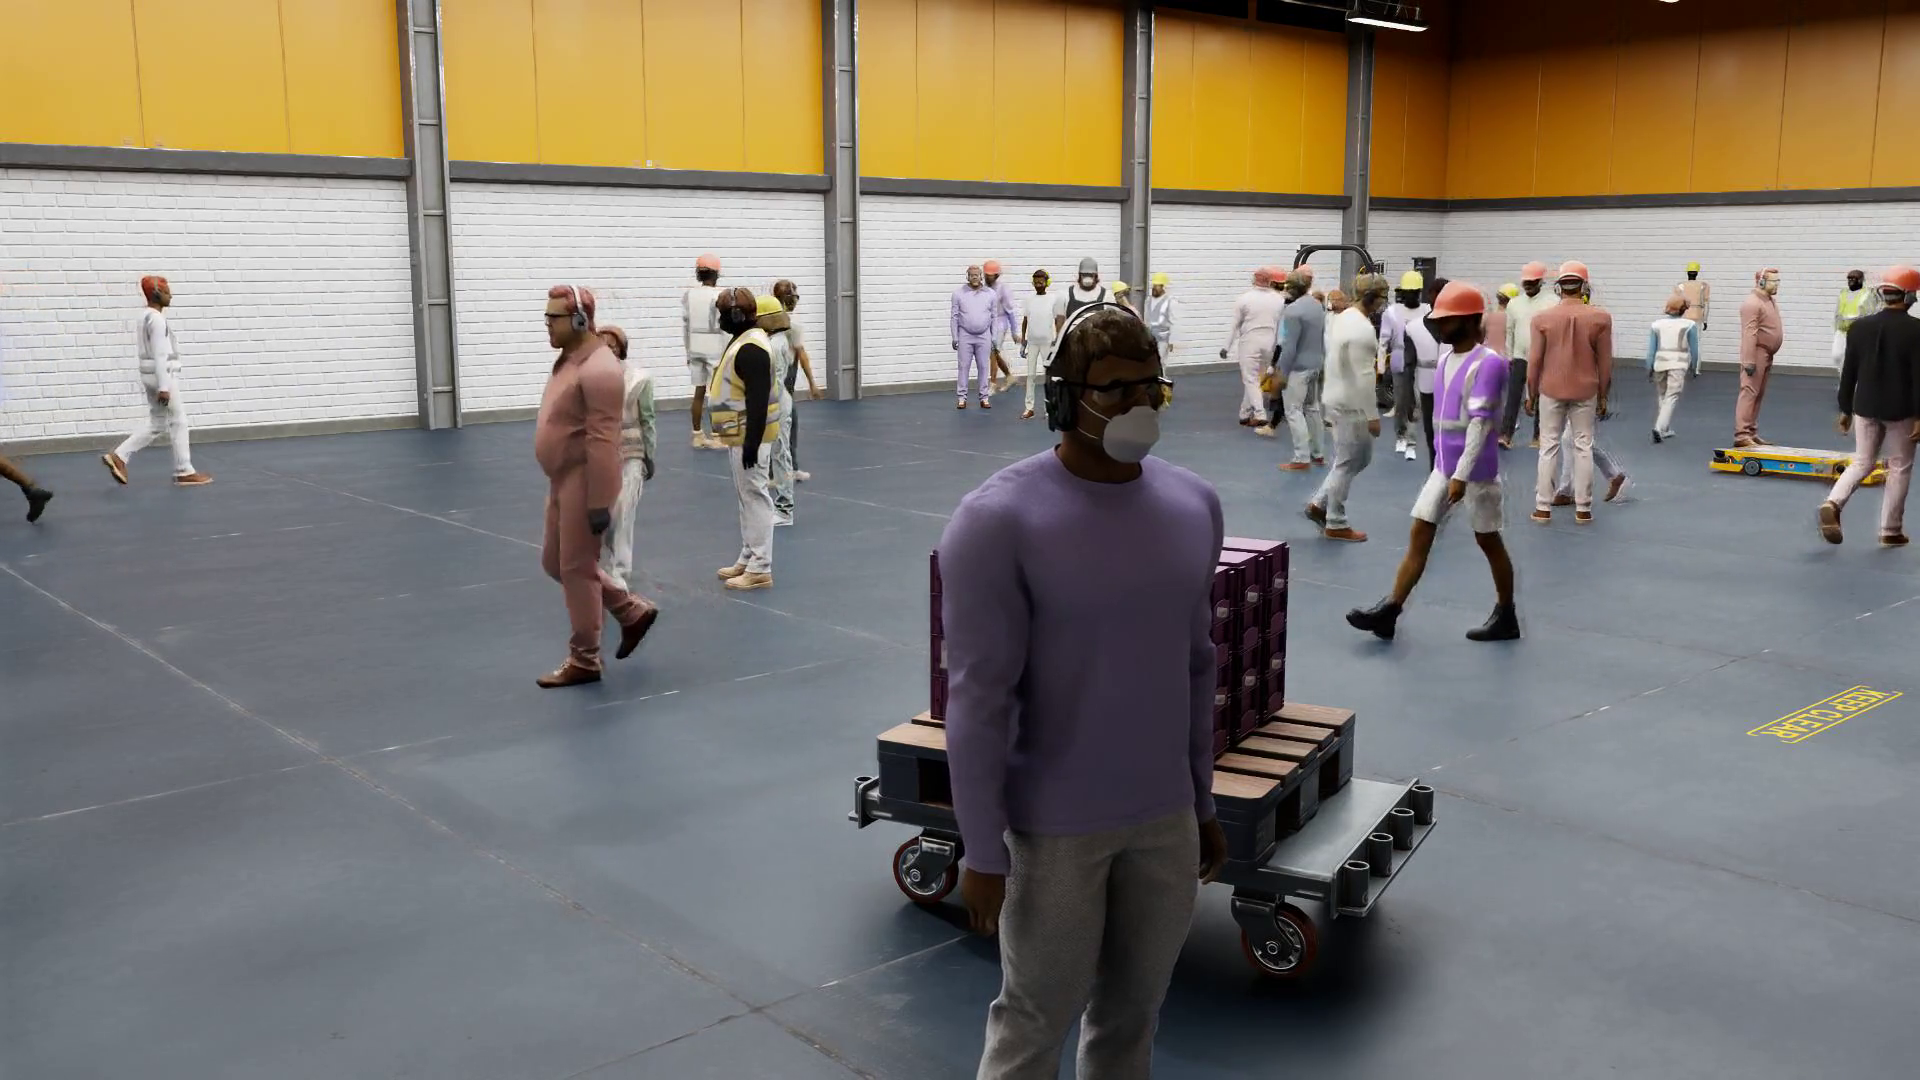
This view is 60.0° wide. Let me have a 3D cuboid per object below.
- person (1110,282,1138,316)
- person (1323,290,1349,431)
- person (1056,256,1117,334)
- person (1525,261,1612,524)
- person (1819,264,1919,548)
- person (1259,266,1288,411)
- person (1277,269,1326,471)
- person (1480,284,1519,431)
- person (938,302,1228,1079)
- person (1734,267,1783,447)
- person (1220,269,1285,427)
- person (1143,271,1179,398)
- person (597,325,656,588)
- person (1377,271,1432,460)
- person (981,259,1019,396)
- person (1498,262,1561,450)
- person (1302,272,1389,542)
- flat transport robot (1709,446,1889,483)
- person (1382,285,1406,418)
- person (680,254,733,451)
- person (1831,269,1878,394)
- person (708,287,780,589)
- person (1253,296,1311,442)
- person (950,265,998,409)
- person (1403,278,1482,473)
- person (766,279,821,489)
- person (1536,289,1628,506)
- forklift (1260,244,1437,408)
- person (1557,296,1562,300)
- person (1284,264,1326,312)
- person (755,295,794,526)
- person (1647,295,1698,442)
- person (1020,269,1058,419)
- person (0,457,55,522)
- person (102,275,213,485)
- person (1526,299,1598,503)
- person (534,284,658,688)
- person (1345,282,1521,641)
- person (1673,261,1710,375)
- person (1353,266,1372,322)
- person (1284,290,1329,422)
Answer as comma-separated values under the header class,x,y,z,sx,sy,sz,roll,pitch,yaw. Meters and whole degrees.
class,x,y,z,sx,sy,sz,roll,pitch,yaw
person,1.948,-2.186,19.671,0.371,1.723,0.537,-4,11,-23
person,4.364,-2.089,19.364,0.280,1.633,0.502,-4,10,-22
person,1.449,-2.246,19.089,0.699,2.000,0.605,1,10,8
person,4.601,-1.110,12.603,0.611,1.985,0.394,2,10,14
person,6.305,-0.897,11.400,0.783,1.973,0.621,-6,11,-31
person,4.030,-2.593,21.566,0.619,1.892,0.617,-1,10,-8
person,3.267,-1.601,15.727,0.383,1.905,0.832,8,12,38
person,5.939,-1.971,18.425,0.641,1.702,0.912,8,13,40
person,0.255,0.529,3.137,0.635,1.938,0.359,-7,12,-35
person,8.453,-1.918,17.565,0.403,1.906,0.652,8,13,40
person,3.499,-2.270,19.744,0.717,1.874,0.663,-4,10,-21
person,2.771,-2.784,22.897,0.583,1.815,0.598,-9,13,-41
person,-2.113,-0.514,10.188,0.521,1.612,0.691,0,10,-1
person,4.558,-1.788,16.895,0.601,1.886,0.968,3,10,17
person,0.592,-3.089,24.214,0.625,1.994,0.919,9,13,43
person,5.919,-1.893,17.295,0.617,1.945,0.990,7,12,34
person,2.757,-0.915,11.675,0.432,1.911,0.661,1,10,6
flat transport robot,7.737,-0.709,15.266,0.652,0.197,1.431,-8,13,-41
person,5.655,-2.337,20.722,0.685,1.671,0.535,-2,10,-9
person,-2.603,-1.934,17.296,0.652,2.031,0.389,5,11,28
person,13.139,-3.058,24.478,0.431,1.829,0.644,-6,11,-32
person,-1.317,-0.618,10.167,0.430,1.837,0.624,-2,10,-12
person,3.612,-1.891,18.149,0.872,1.647,0.541,7,12,37
person,0.194,-2.694,22.108,0.644,1.908,0.408,-1,10,-7
person,3.784,-1.116,13.046,0.641,1.851,1.067,5,11,27
person,-1.477,-1.366,14.587,0.740,1.813,0.504,-8,12,-38
person,5.122,-1.184,13.520,0.839,1.835,0.517,-2,10,-14
forklift,5.256,-2.933,22.661,2.313,2.155,1.214,3,10,16
person,8.438,-2.845,23.159,0.395,1.847,0.564,8,12,38
person,4.408,-2.556,21.289,0.589,1.915,0.560,3,10,17
person,-1.416,-0.971,12.519,0.308,1.736,0.484,-1,10,-5
person,7.769,-1.877,18.210,0.796,1.603,0.518,-8,13,-41
person,0.997,-2.423,20.670,0.521,1.857,0.328,3,10,16
person,-7.330,-1.047,12.461,0.839,1.913,0.542,-3,10,-18
person,-7.072,-1.377,14.542,0.790,1.861,0.583,-7,12,-36
person,5.068,-1.227,13.930,0.647,1.785,0.815,3,10,15
person,-1.741,-0.255,7.838,0.530,1.891,0.648,-5,11,-26
person,2.535,-0.383,8.632,0.985,1.883,0.549,-3,10,-19
person,12.405,-3.758,28.271,0.585,1.928,0.370,3,10,17
person,6.111,-3.214,25.283,0.531,1.860,0.317,-6,12,-33
person,4.210,-2.190,20.021,0.616,1.617,0.272,8,13,40
